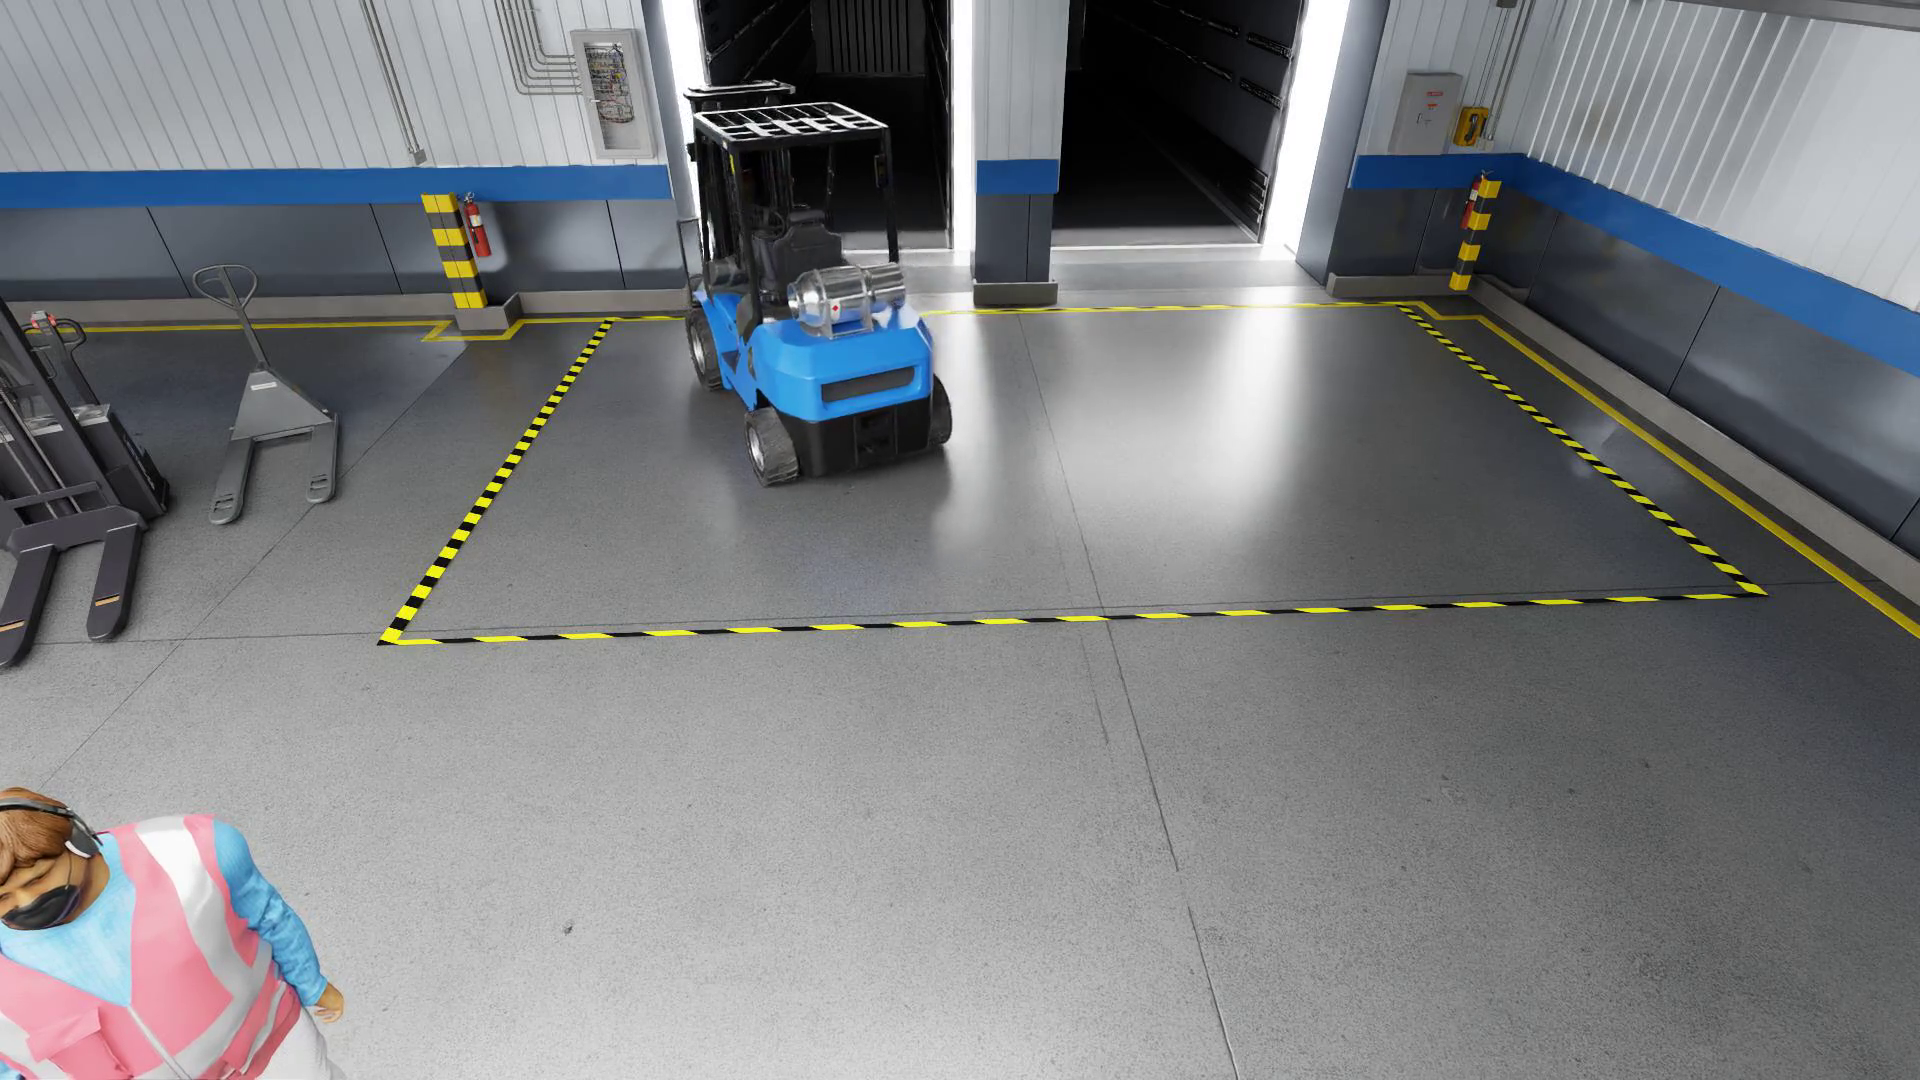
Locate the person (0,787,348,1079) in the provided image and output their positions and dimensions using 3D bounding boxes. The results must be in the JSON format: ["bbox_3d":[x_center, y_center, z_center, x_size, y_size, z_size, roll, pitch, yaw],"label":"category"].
[{"bbox_3d":[-1.896,1.283,2.281,0.430,1.844,0.619,27,43,33],"label":"person"}]

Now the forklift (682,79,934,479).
[{"bbox_3d":[-1.153,-1.951,6.478,1.157,2.036,2.680,-16,38,-22],"label":"forklift"}]

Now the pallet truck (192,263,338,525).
[{"bbox_3d":[-4.778,-1.027,6.128,0.680,1.201,1.601,-17,38,-23],"label":"pallet truck"}]

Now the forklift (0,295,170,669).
[{"bbox_3d":[-5.212,-0.618,4.878,0.823,1.965,1.885,-20,39,-26],"label":"forklift"}]
